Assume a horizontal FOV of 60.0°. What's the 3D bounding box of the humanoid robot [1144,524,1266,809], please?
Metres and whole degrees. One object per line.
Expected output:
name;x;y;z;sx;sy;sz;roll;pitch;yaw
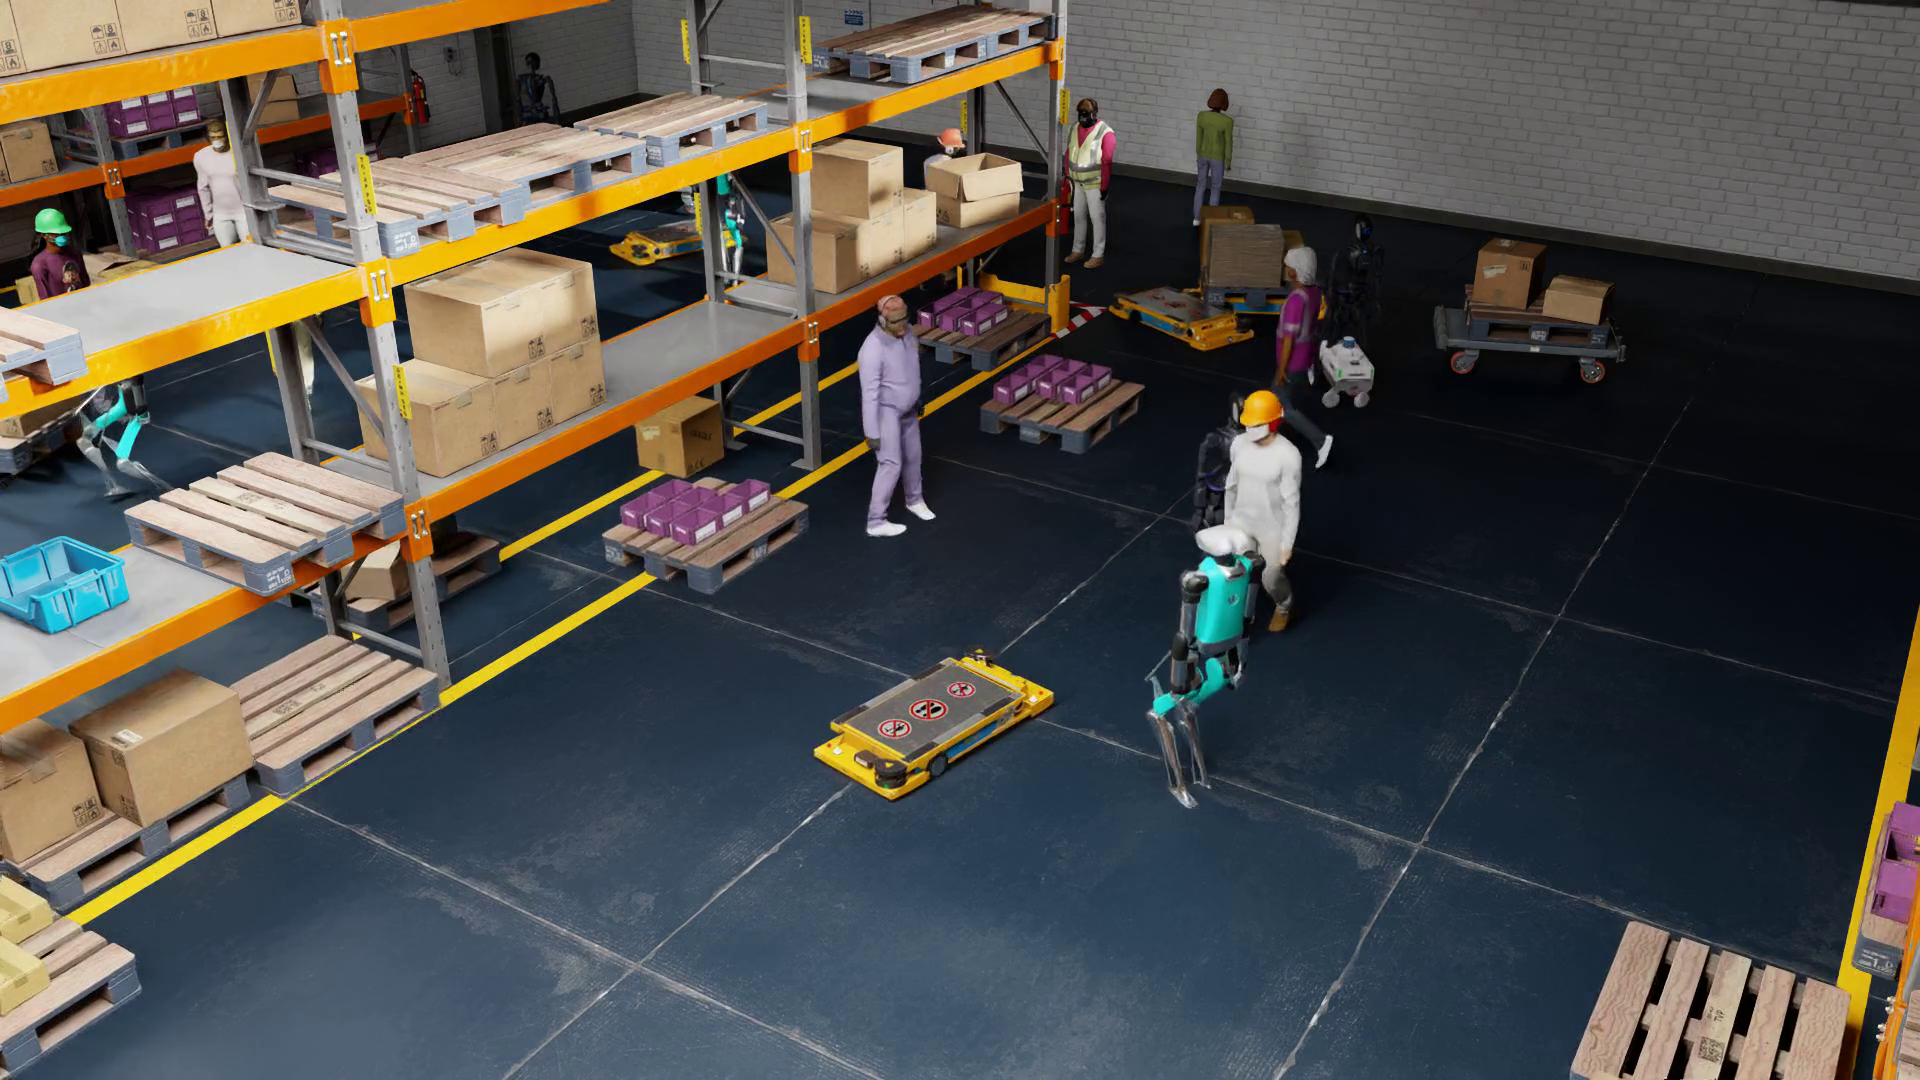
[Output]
humanoid robot;1.275;0.685;9.249;0.532;1.827;0.655;-16;31;-29

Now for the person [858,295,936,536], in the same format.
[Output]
person;-0.477;-0.932;12.271;0.414;1.878;0.717;12;29;22

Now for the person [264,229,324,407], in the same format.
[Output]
person;-5.869;-2.007;14.548;0.569;1.716;0.858;-14;30;-26

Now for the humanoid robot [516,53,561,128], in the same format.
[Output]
humanoid robot;-5.377;-5.379;21.239;0.609;1.640;0.355;6;27;11

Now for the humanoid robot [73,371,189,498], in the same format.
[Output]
humanoid robot;-6.489;-1.049;12.670;0.883;1.785;0.541;-16;31;-29

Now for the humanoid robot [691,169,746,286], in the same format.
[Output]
humanoid robot;-2.474;-3.437;17.343;0.546;1.753;0.821;1;27;2

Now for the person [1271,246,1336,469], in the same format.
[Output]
person;2.721;-1.452;13.348;0.727;1.815;0.539;13;30;25

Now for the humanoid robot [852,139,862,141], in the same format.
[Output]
humanoid robot;-1.065;-3.383;17.345;0.757;1.631;0.609;-21;34;-35

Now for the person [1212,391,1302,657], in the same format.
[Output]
person;1.951;-0.121;10.683;0.569;1.860;0.852;18;32;32

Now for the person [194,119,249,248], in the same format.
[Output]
person;-7.361;-3.310;16.893;0.633;1.932;0.369;0;27;-1

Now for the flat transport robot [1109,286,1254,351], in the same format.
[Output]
flat transport robot;2.194;-2.221;16.575;0.659;0.231;1.431;-18;32;-31

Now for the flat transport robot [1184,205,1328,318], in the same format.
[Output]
flat transport robot;3.039;-2.483;17.090;1.431;0.231;0.659;2;27;4

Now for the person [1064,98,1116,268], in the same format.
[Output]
person;1.384;-3.897;18.156;0.617;1.836;0.432;21;34;36

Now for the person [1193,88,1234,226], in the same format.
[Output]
person;2.967;-4.466;19.497;0.492;1.624;0.281;20;33;34

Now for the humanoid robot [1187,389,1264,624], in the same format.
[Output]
humanoid robot;1.813;-0.229;11.108;0.585;1.637;0.619;-9;28;-16

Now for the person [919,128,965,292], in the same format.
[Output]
person;-0.199;-3.428;17.353;0.707;1.721;0.563;-22;34;-36

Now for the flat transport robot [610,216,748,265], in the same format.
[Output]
flat transport robot;-3.193;-3.411;18.919;1.431;0.231;0.659;-20;33;-34

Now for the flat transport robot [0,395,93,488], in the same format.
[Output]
flat transport robot;-7.865;-0.689;13.556;0.659;0.231;1.431;4;27;8

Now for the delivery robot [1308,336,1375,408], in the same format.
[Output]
delivery robot;3.436;-1.536;14.909;0.529;0.594;0.766;-1;27;-2

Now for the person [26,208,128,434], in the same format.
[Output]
person;-7.461;-1.836;13.976;0.432;1.944;0.481;9;28;17

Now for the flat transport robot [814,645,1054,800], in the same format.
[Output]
flat transport robot;-0.138;1.083;10.063;0.659;0.231;1.431;23;35;38

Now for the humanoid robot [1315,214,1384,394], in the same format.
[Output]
humanoid robot;3.476;-2.104;14.791;0.603;1.644;0.462;-10;29;-19
